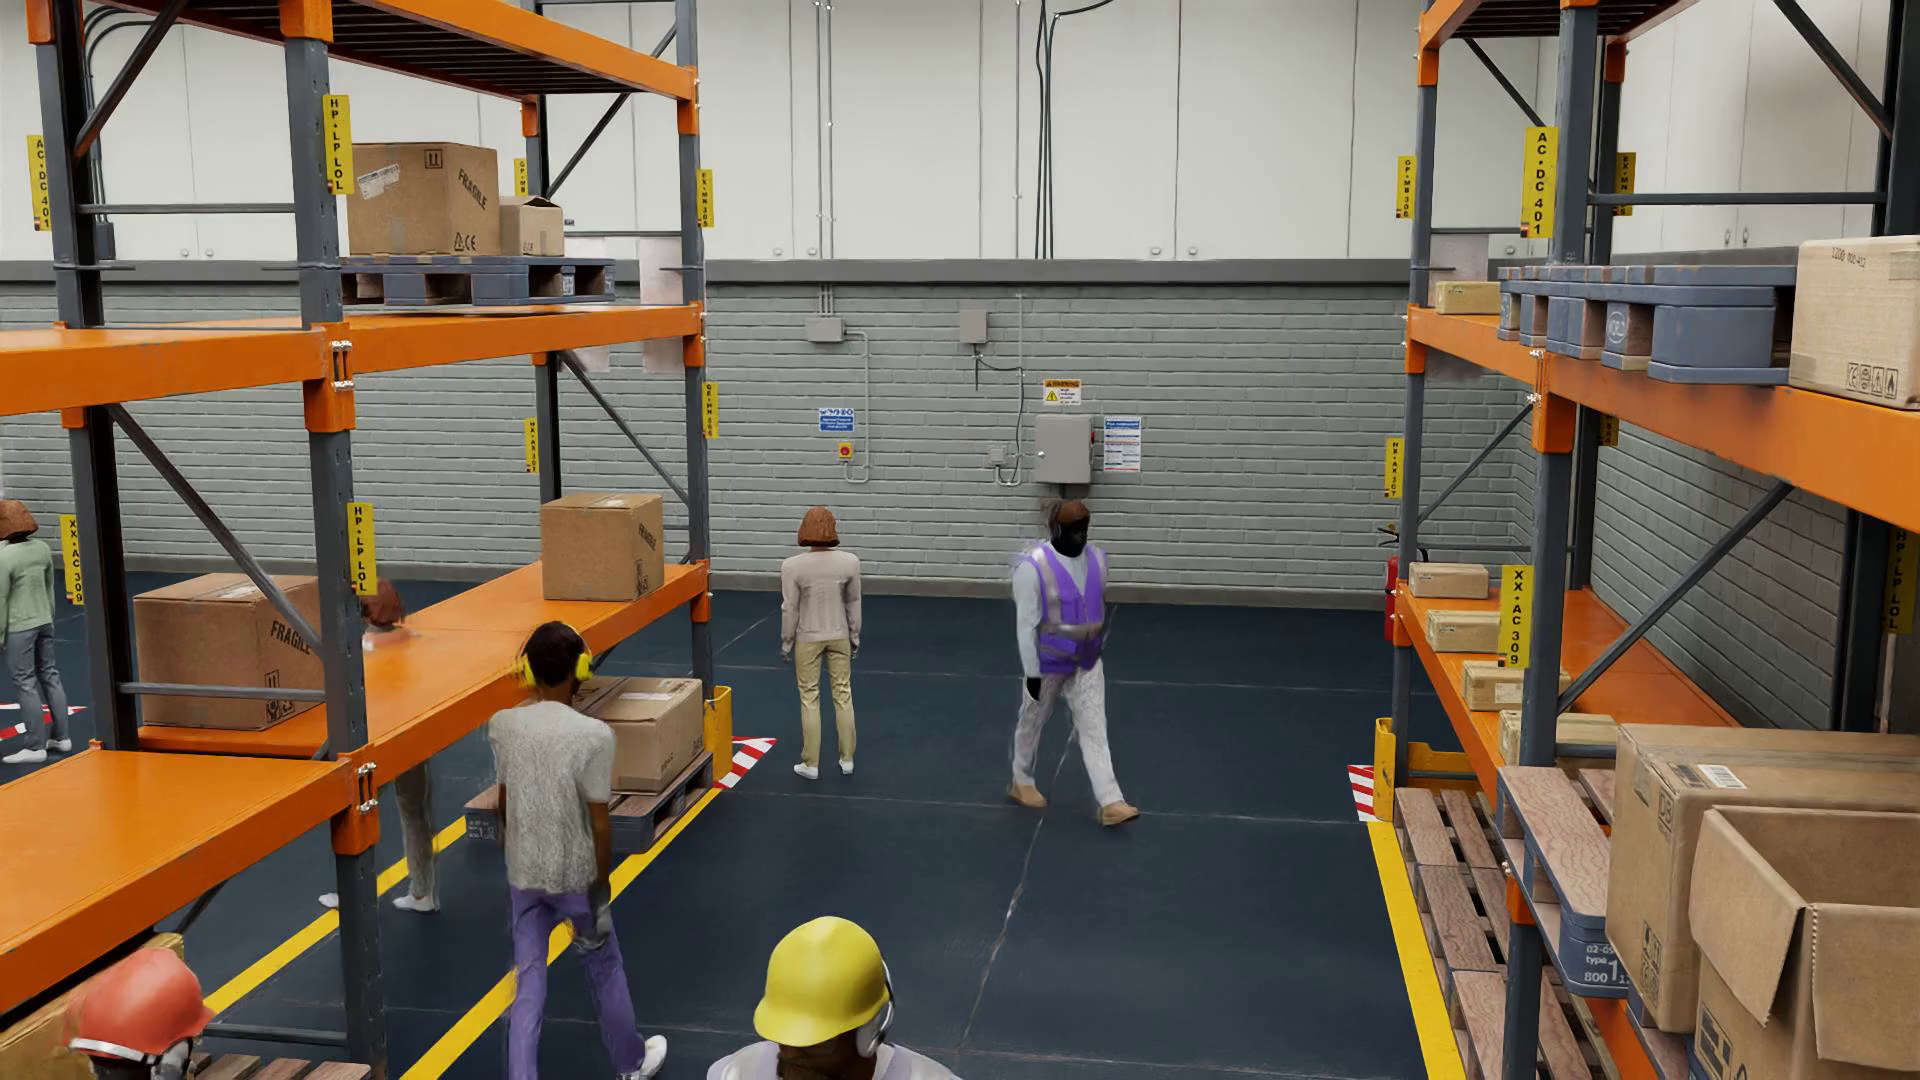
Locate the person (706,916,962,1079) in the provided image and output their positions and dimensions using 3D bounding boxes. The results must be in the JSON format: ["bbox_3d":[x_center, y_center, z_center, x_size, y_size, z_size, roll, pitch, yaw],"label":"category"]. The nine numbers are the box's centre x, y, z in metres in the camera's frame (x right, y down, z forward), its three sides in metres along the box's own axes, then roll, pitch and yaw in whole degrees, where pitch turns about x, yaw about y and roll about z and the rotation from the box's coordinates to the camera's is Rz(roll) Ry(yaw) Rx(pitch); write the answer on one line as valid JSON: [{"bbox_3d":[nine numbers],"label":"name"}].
[{"bbox_3d":[-0.249,1.602,3.268,0.599,1.827,0.403,1,9,9],"label":"person"}]

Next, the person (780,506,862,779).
[{"bbox_3d":[-0.831,0.613,9.967,0.507,1.632,0.267,-4,10,-23],"label":"person"}]

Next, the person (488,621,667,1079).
[{"bbox_3d":[-1.387,1.180,5.889,0.501,1.827,0.883,2,9,10],"label":"person"}]

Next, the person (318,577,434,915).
[{"bbox_3d":[-2.773,0.967,7.830,0.671,1.614,0.534,4,10,24],"label":"person"}]

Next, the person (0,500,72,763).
[{"bbox_3d":[-5.794,0.558,10.323,0.288,1.627,0.502,1,9,9],"label":"person"}]

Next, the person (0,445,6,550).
[{"bbox_3d":[-9.428,-0.411,15.956,0.575,1.741,0.355,3,10,18],"label":"person"}]

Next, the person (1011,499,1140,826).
[{"bbox_3d":[0.589,0.668,9.157,0.650,1.785,0.977,-6,11,-31],"label":"person"}]

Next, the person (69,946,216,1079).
[{"bbox_3d":[-1.629,1.659,3.253,0.560,1.723,0.815,1,9,9],"label":"person"}]
